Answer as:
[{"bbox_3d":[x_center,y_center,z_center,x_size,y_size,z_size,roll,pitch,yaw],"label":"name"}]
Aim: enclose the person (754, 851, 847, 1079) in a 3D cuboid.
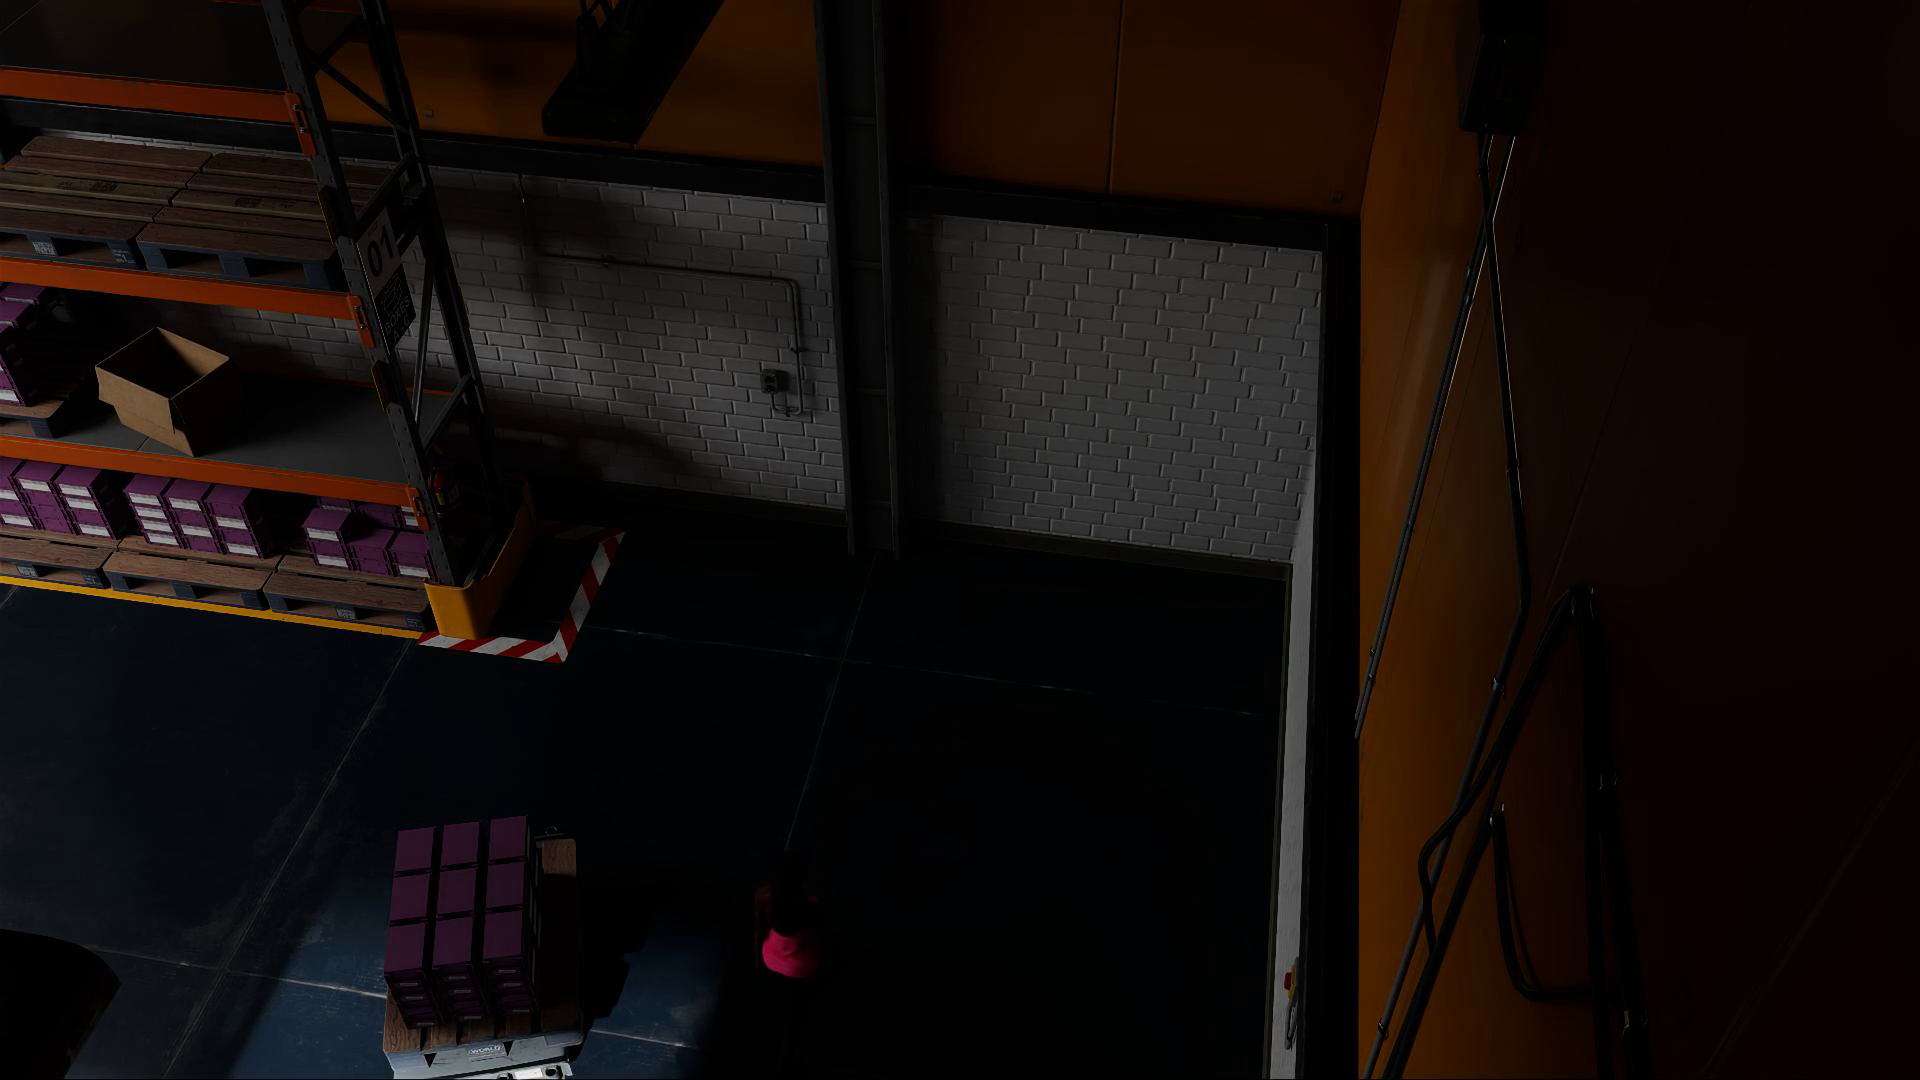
[{"bbox_3d":[-0.921,2.286,8.663,1.052,1.681,0.860,20,47,20],"label":"person"}]
